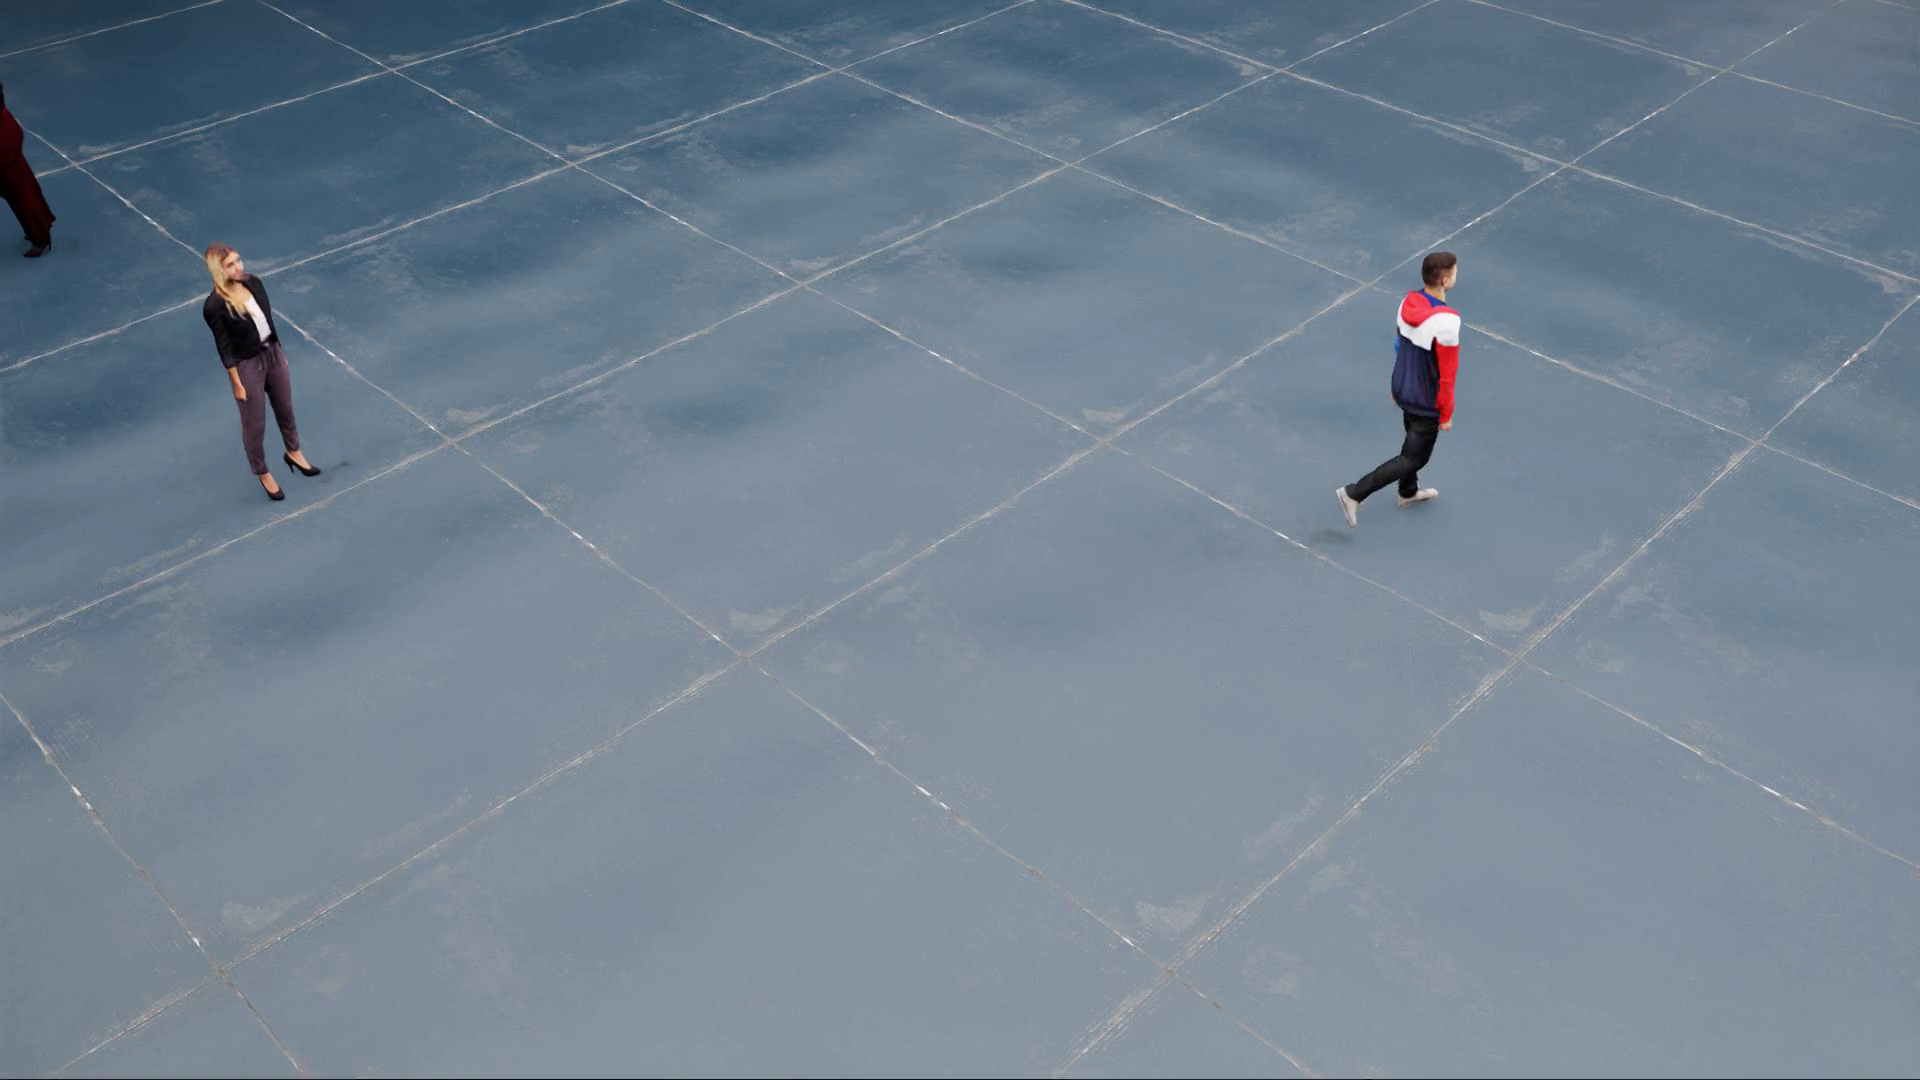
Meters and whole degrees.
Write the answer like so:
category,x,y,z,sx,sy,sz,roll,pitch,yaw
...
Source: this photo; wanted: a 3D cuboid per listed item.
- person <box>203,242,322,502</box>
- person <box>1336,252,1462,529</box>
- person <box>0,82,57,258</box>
category,x,y,z,sx,sy,sz,roll,pitch,yaw
person,-4.199,-1.019,9.928,0.735,1.668,0.601,13,39,17
person,2.589,-0.821,9.612,1.130,1.736,0.942,-11,39,-14
person,-7.183,-2.982,12.437,0.749,1.757,0.752,-13,39,-17
